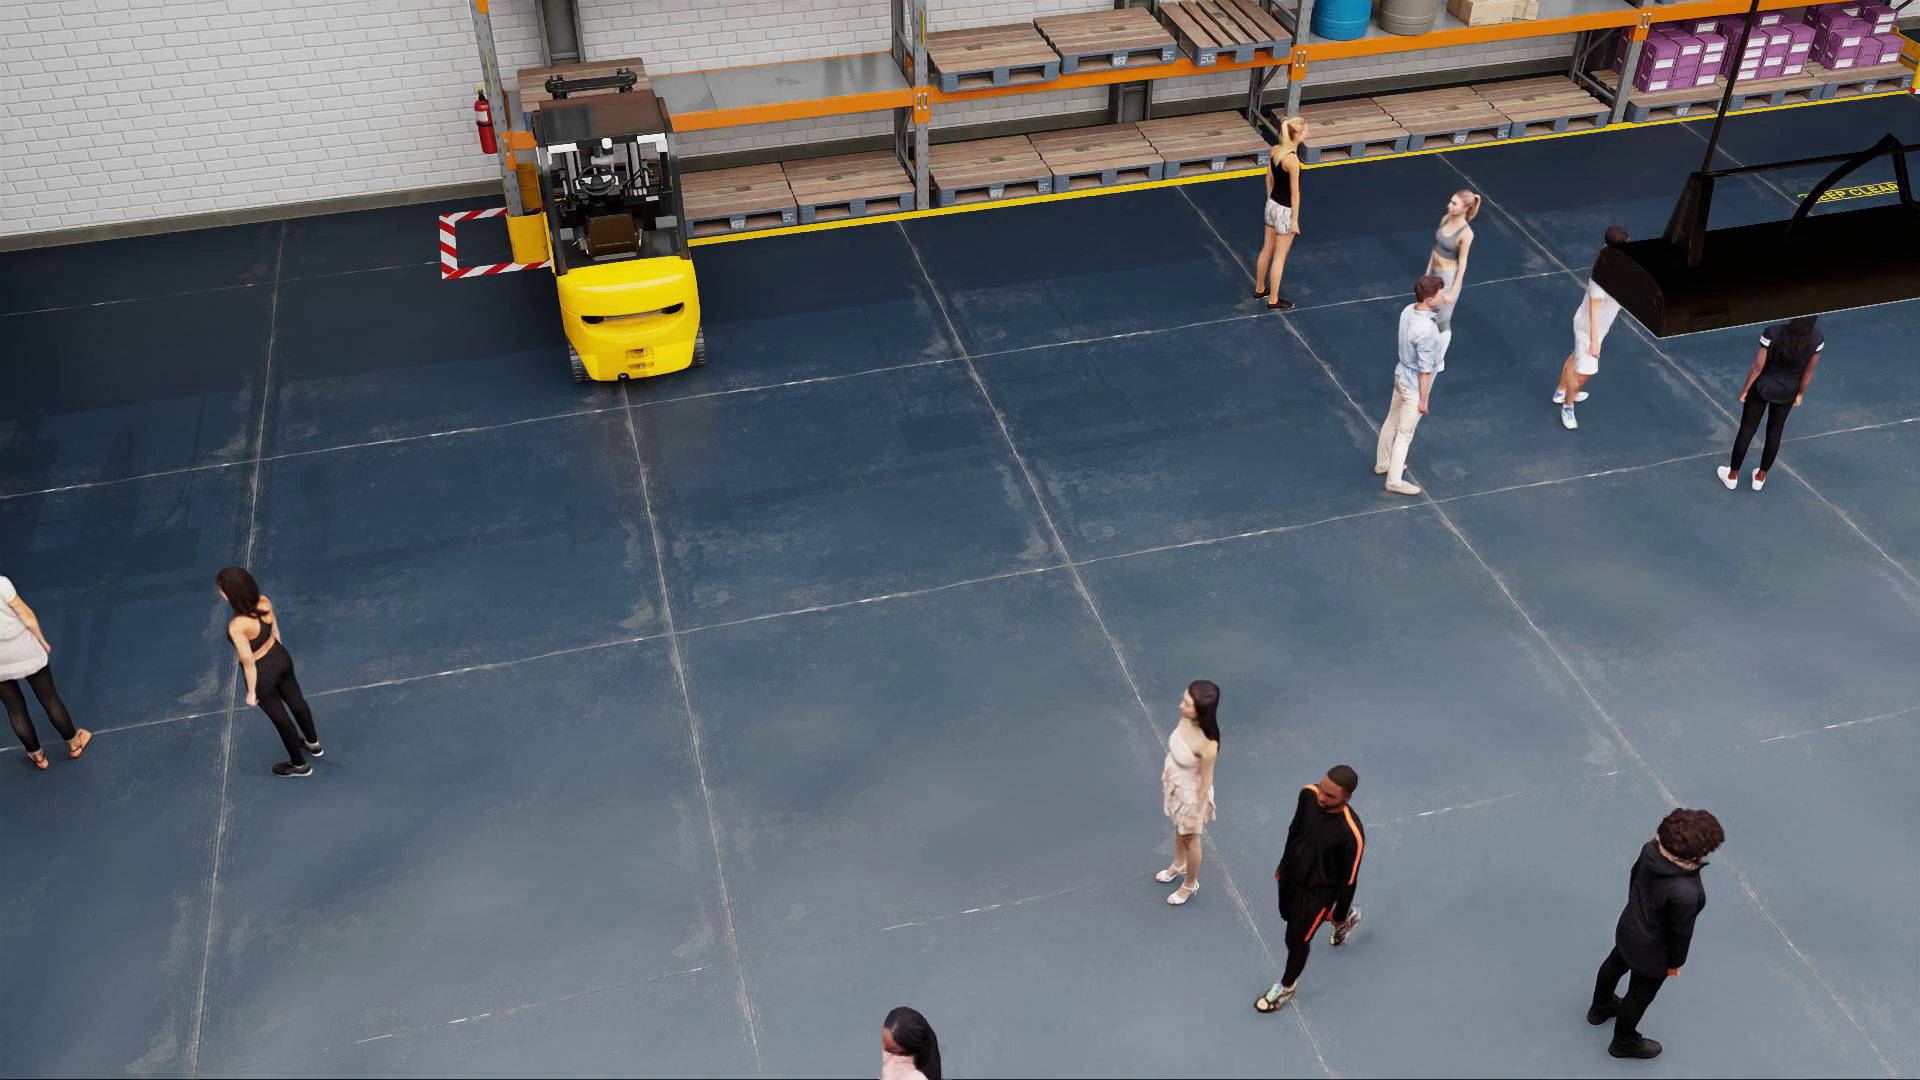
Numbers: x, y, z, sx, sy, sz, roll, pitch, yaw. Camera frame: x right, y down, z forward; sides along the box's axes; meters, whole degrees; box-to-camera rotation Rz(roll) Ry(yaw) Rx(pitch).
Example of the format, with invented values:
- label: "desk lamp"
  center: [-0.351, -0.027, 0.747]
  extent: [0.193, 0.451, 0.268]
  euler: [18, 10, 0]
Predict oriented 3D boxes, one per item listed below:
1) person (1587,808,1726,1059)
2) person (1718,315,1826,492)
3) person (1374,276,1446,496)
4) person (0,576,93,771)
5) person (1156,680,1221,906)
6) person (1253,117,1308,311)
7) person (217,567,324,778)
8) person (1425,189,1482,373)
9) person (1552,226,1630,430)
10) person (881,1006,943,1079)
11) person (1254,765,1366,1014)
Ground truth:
- label: "person"
  center: [3.640, 2.062, 8.751]
  extent: [0.609, 1.780, 0.639]
  euler: [-6, 39, -8]
- label: "person"
  center: [6.264, -1.146, 12.809]
  extent: [0.639, 1.729, 0.758]
  euler: [5, 39, 7]
- label: "person"
  center: [3.469, -1.211, 12.795]
  extent: [0.605, 1.848, 0.679]
  euler: [-3, 39, -4]
- label: "person"
  center: [-5.950, 0.715, 10.404]
  extent: [0.527, 1.822, 0.704]
  euler: [-17, 42, -20]
- label: "person"
  center: [1.324, 1.452, 9.551]
  extent: [0.525, 1.735, 0.577]
  euler: [-8, 39, -10]
- label: "person"
  center: [2.895, -2.972, 15.003]
  extent: [0.548, 1.845, 0.641]
  euler: [-14, 41, -17]
- label: "person"
  center: [-4.321, 0.821, 10.415]
  extent: [0.644, 1.643, 0.637]
  euler: [9, 39, 11]
- label: "person"
  center: [4.132, -2.205, 14.156]
  extent: [0.559, 1.702, 0.578]
  euler: [-13, 40, -15]
- label: "person"
  center: [5.136, -1.768, 13.520]
  extent: [0.934, 1.814, 0.825]
  euler: [15, 41, 18]
- label: "person"
  center: [-0.150, 2.741, 7.970]
  extent: [1.053, 1.694, 0.775]
  euler: [0, 39, 0]
- label: "person"
  center: [1.986, 1.826, 9.040]
  extent: [1.071, 1.788, 0.771]
  euler: [-19, 42, -22]
